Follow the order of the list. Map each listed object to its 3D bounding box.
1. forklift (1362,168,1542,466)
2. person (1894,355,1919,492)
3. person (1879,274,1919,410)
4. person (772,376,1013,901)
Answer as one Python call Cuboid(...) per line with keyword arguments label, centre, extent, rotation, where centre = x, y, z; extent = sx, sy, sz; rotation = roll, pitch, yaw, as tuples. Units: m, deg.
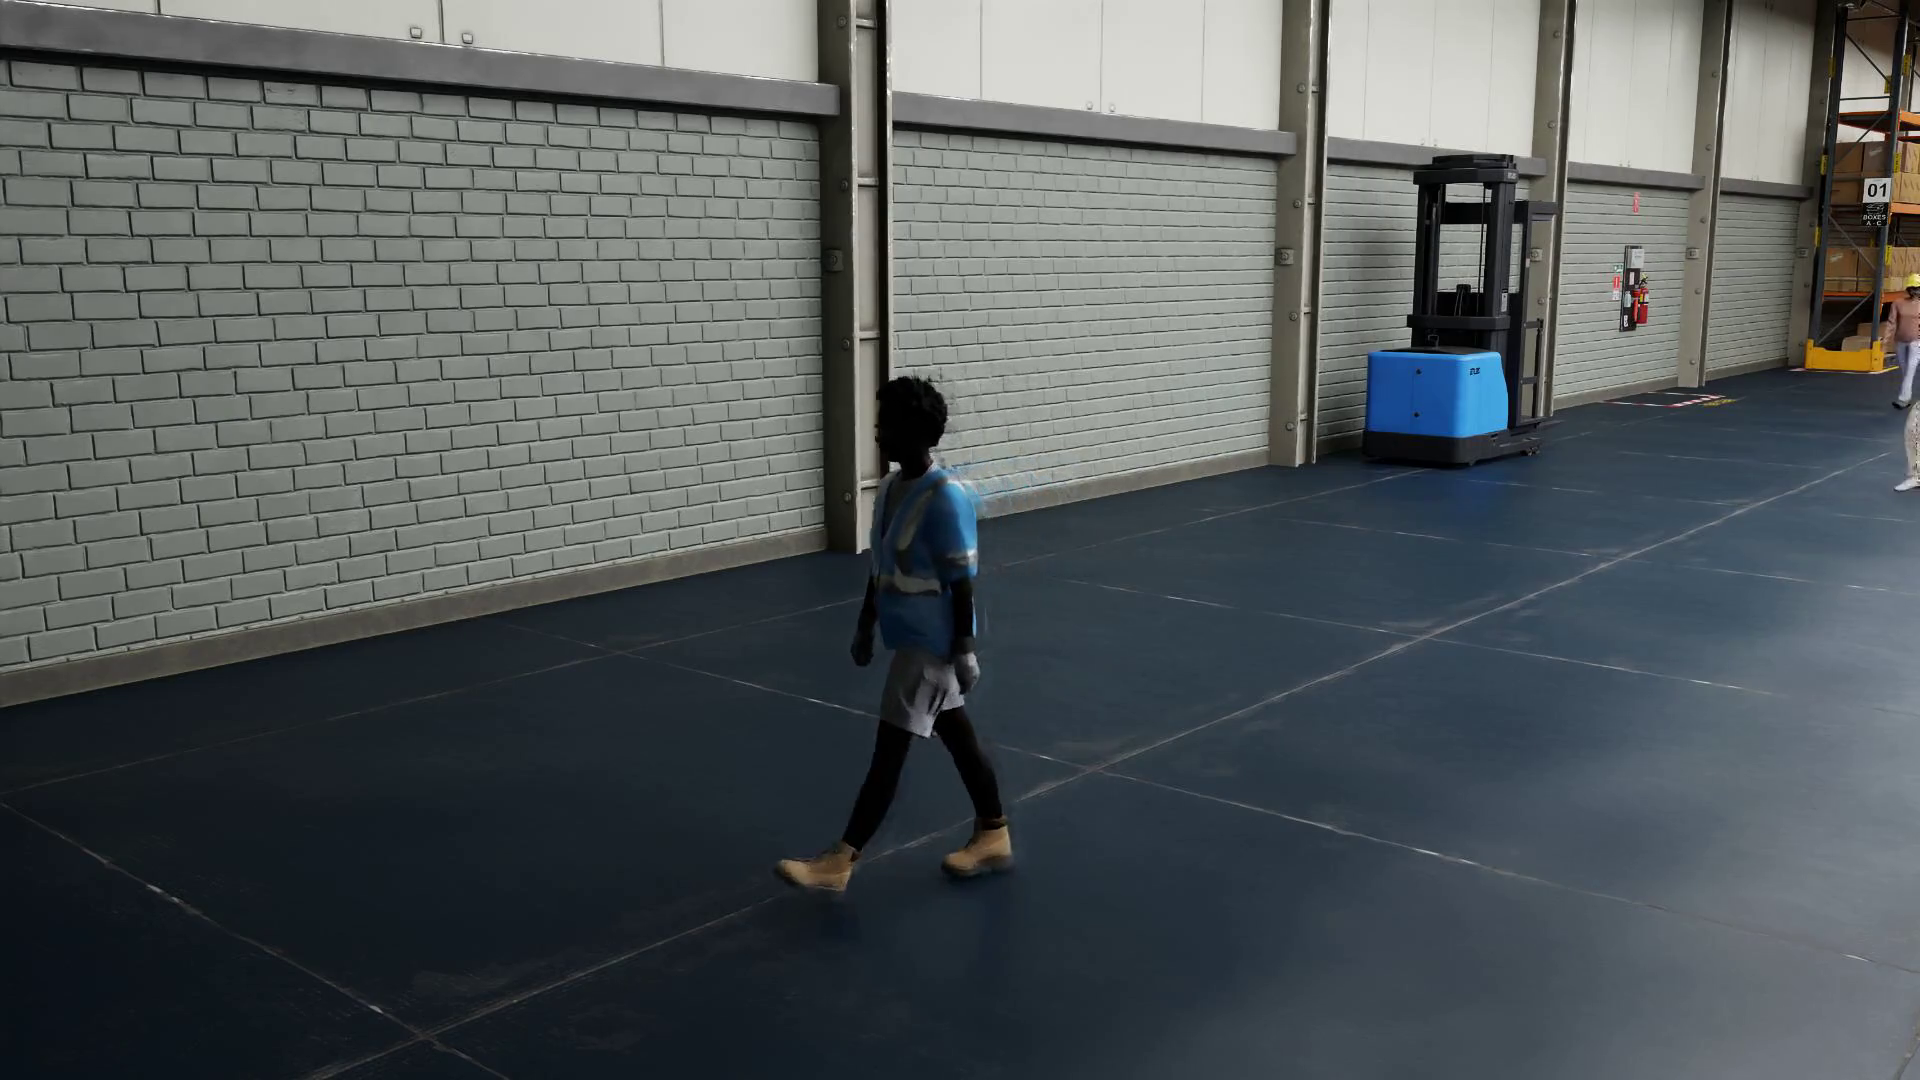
Cuboid(label="forklift", centre=(4.875, -2.212, 16.287), extent=(1.129, 2.768, 1.873), rotation=(8, 13, 40))
Cuboid(label="person", centre=(8.122, -1.176, 13.841), extent=(0.567, 1.619, 0.518), rotation=(-3, 10, -15))
Cuboid(label="person", centre=(12.086, -2.515, 21.207), extent=(0.929, 1.720, 0.540), rotation=(-8, 13, -40))
Cuboid(label="person", centre=(-0.196, 0.311, 5.283), extent=(0.876, 1.643, 0.545), rotation=(-4, 11, -21))
